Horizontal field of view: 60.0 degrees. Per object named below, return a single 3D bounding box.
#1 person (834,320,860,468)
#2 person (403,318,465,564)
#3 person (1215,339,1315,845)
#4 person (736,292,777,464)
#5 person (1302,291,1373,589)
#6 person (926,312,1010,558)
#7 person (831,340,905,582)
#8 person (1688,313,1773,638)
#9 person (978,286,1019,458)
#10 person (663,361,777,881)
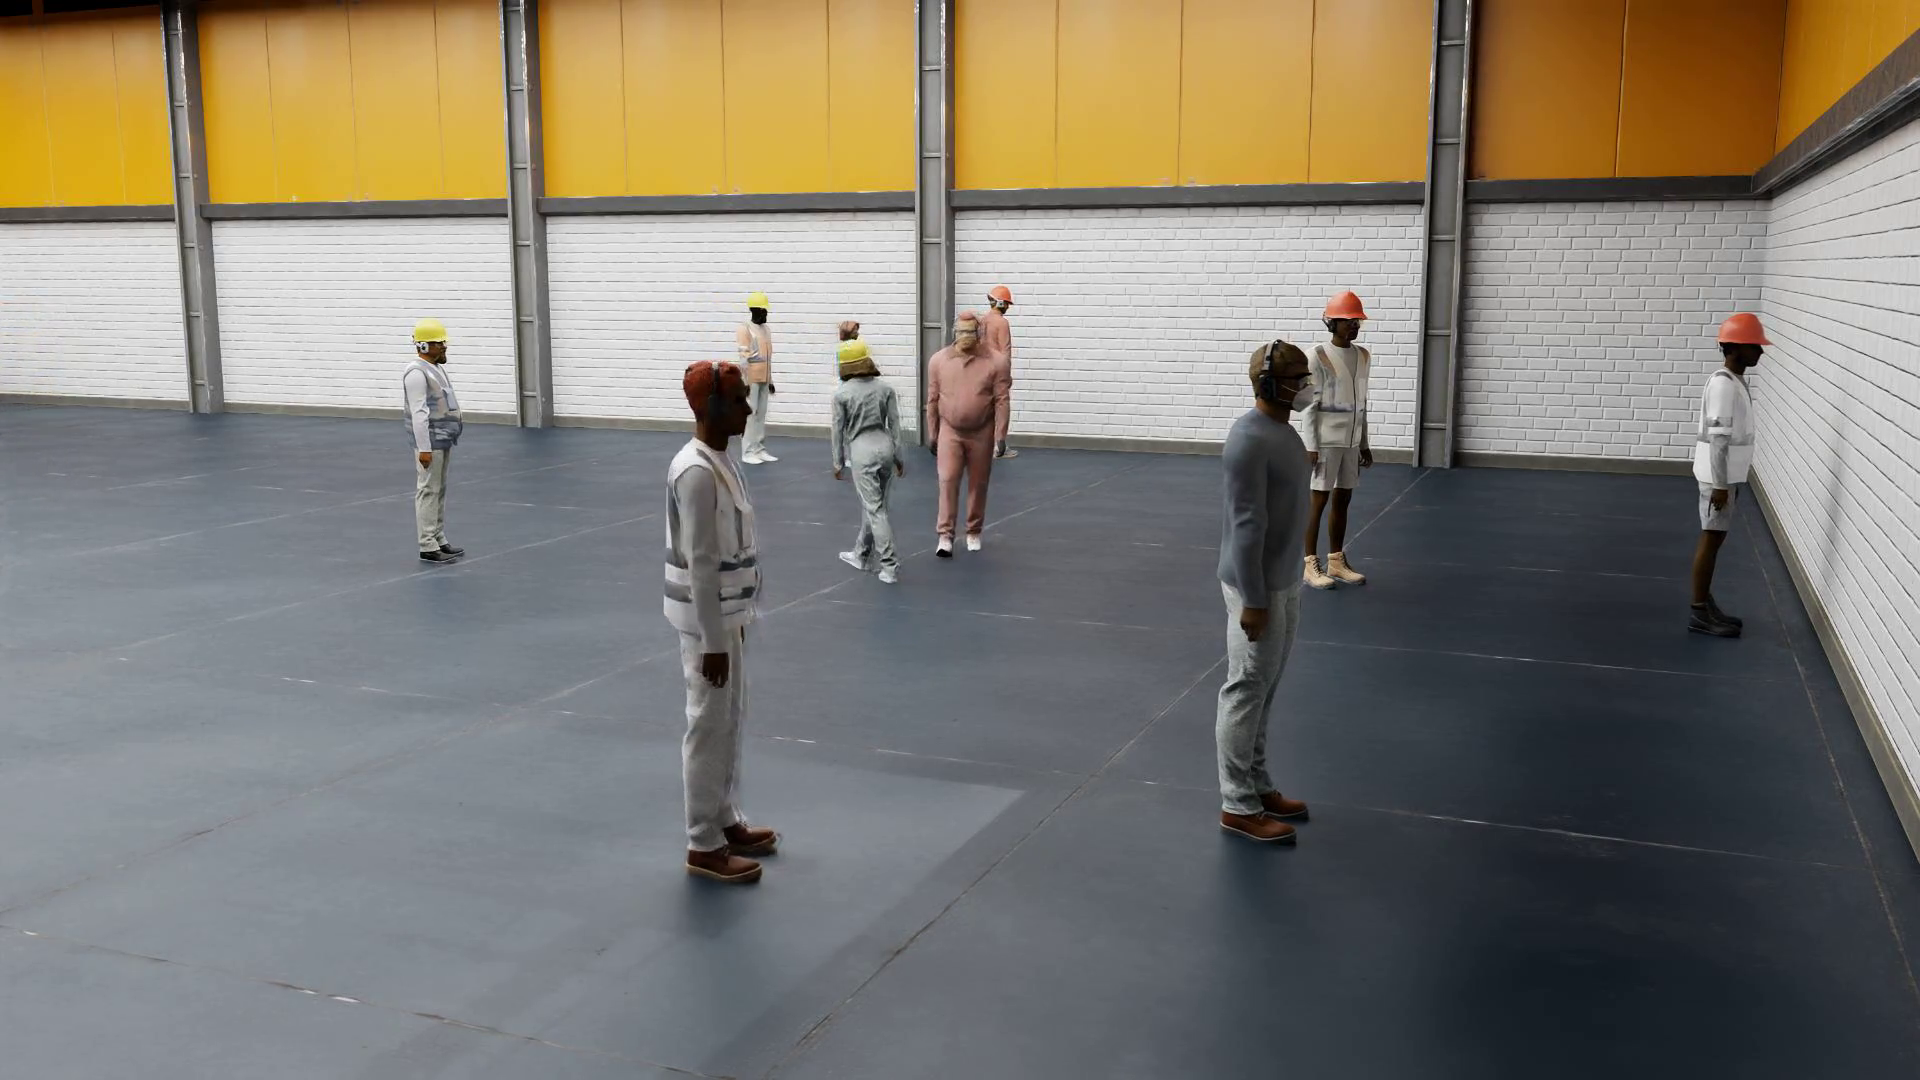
[{"bbox_3d":[-1.192,-1.594,18.244,0.376,1.623,0.526,3,10,19],"label":"person"},{"bbox_3d":[-3.939,-0.744,12.476,0.404,1.830,0.603,-1,9,-4],"label":"person"},{"bbox_3d":[1.199,0.190,6.497,0.370,1.941,0.627,4,10,23],"label":"person"},{"bbox_3d":[-2.270,-1.818,18.702,0.379,1.925,0.592,4,10,25],"label":"person"},{"bbox_3d":[2.622,-0.687,11.498,0.604,2.044,0.375,-6,11,-34],"label":"person"},{"bbox_3d":[0.057,-0.789,12.680,0.645,1.861,0.948,0,9,2],"label":"person"},{"bbox_3d":[-0.673,-0.571,11.827,0.506,1.688,0.839,-6,11,-33],"label":"person"},{"bbox_3d":[4.633,-0.393,10.035,0.379,1.938,0.547,5,11,30],"label":"person"},{"bbox_3d":[0.437,-1.952,19.339,0.397,1.984,0.608,-5,11,-29],"label":"person"},{"bbox_3d":[-0.891,0.294,6.064,0.362,1.878,0.611,0,9,0],"label":"person"}]
